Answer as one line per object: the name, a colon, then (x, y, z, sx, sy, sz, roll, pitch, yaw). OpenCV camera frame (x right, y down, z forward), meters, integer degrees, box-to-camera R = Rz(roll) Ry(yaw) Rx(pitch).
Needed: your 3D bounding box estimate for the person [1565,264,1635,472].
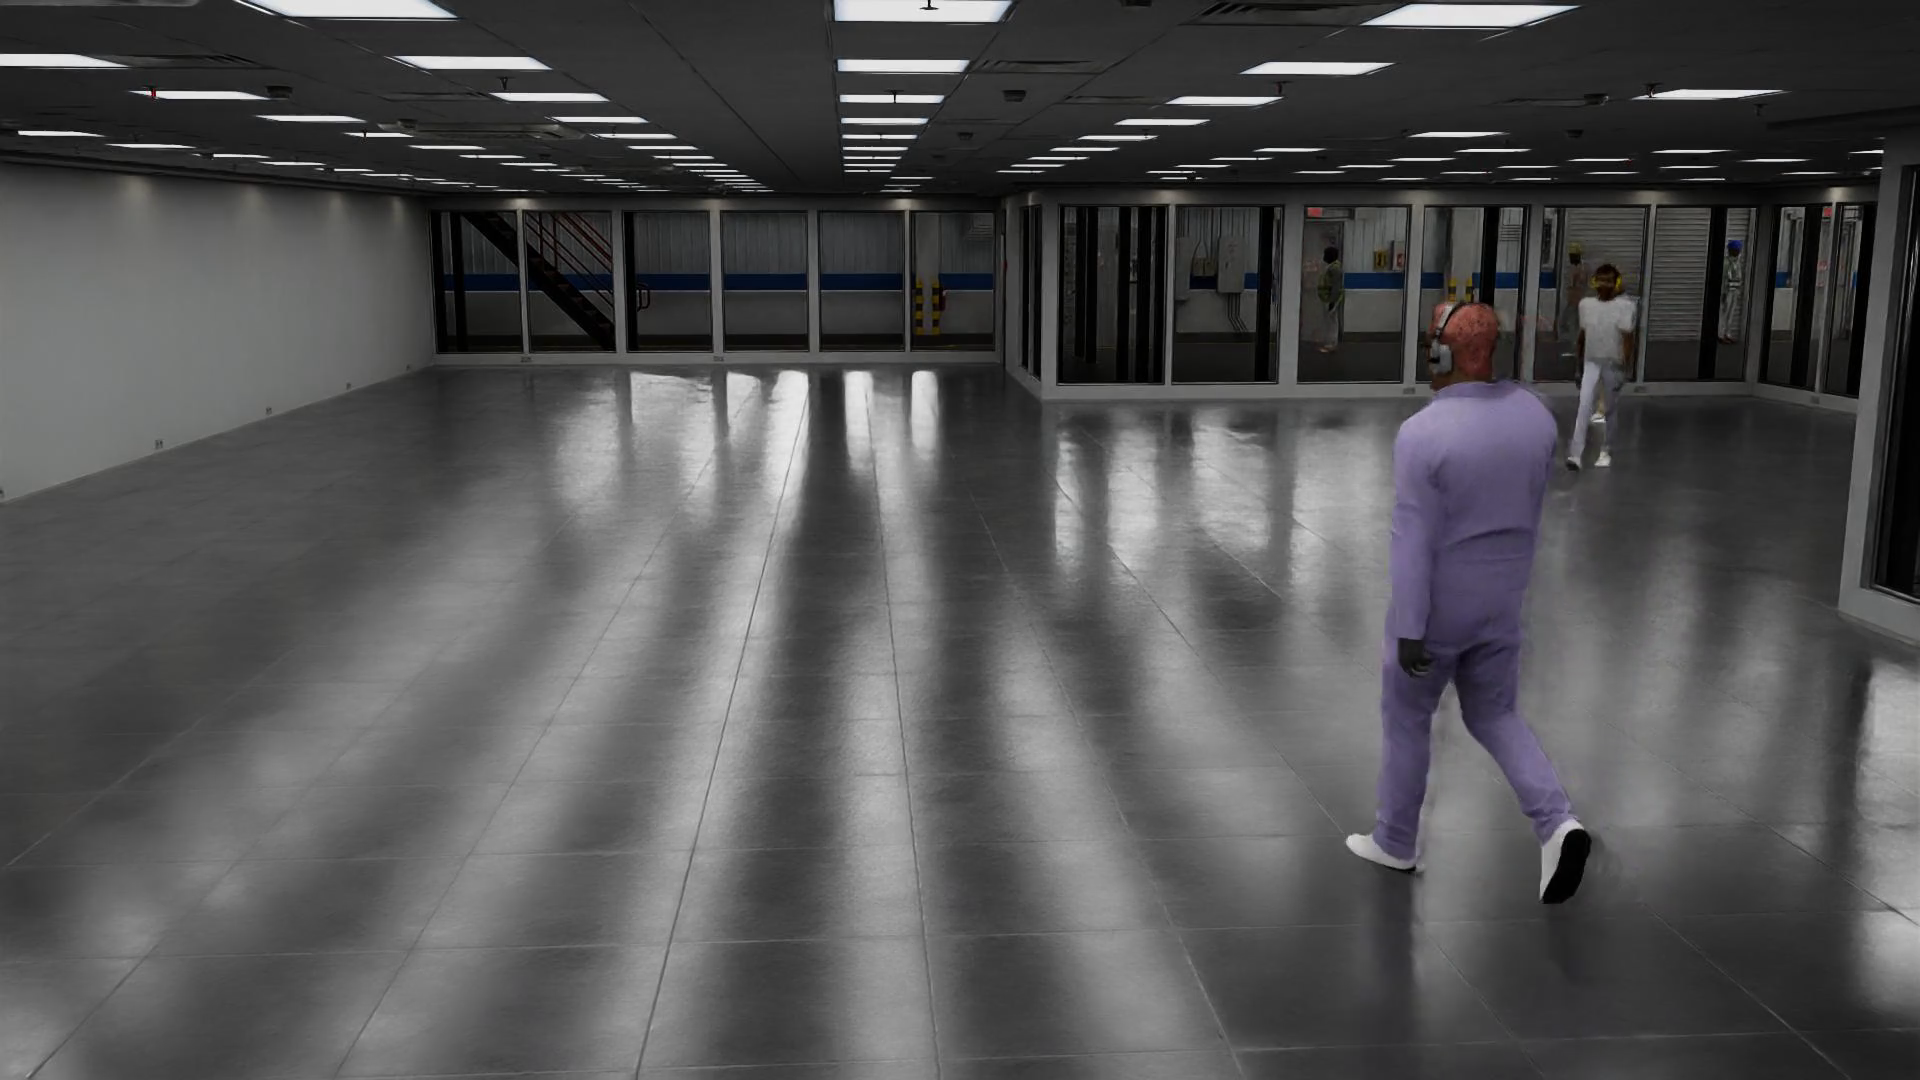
person: (5.584, -1.490, 14.507, 0.513, 1.803, 0.989, 7, 13, 33)

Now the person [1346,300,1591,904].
person: (1.598, 0.197, 5.198, 0.644, 1.884, 0.795, -5, 12, -24)

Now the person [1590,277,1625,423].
person: (7.081, -2.094, 18.210, 0.286, 1.635, 0.497, 1, 11, 3)
